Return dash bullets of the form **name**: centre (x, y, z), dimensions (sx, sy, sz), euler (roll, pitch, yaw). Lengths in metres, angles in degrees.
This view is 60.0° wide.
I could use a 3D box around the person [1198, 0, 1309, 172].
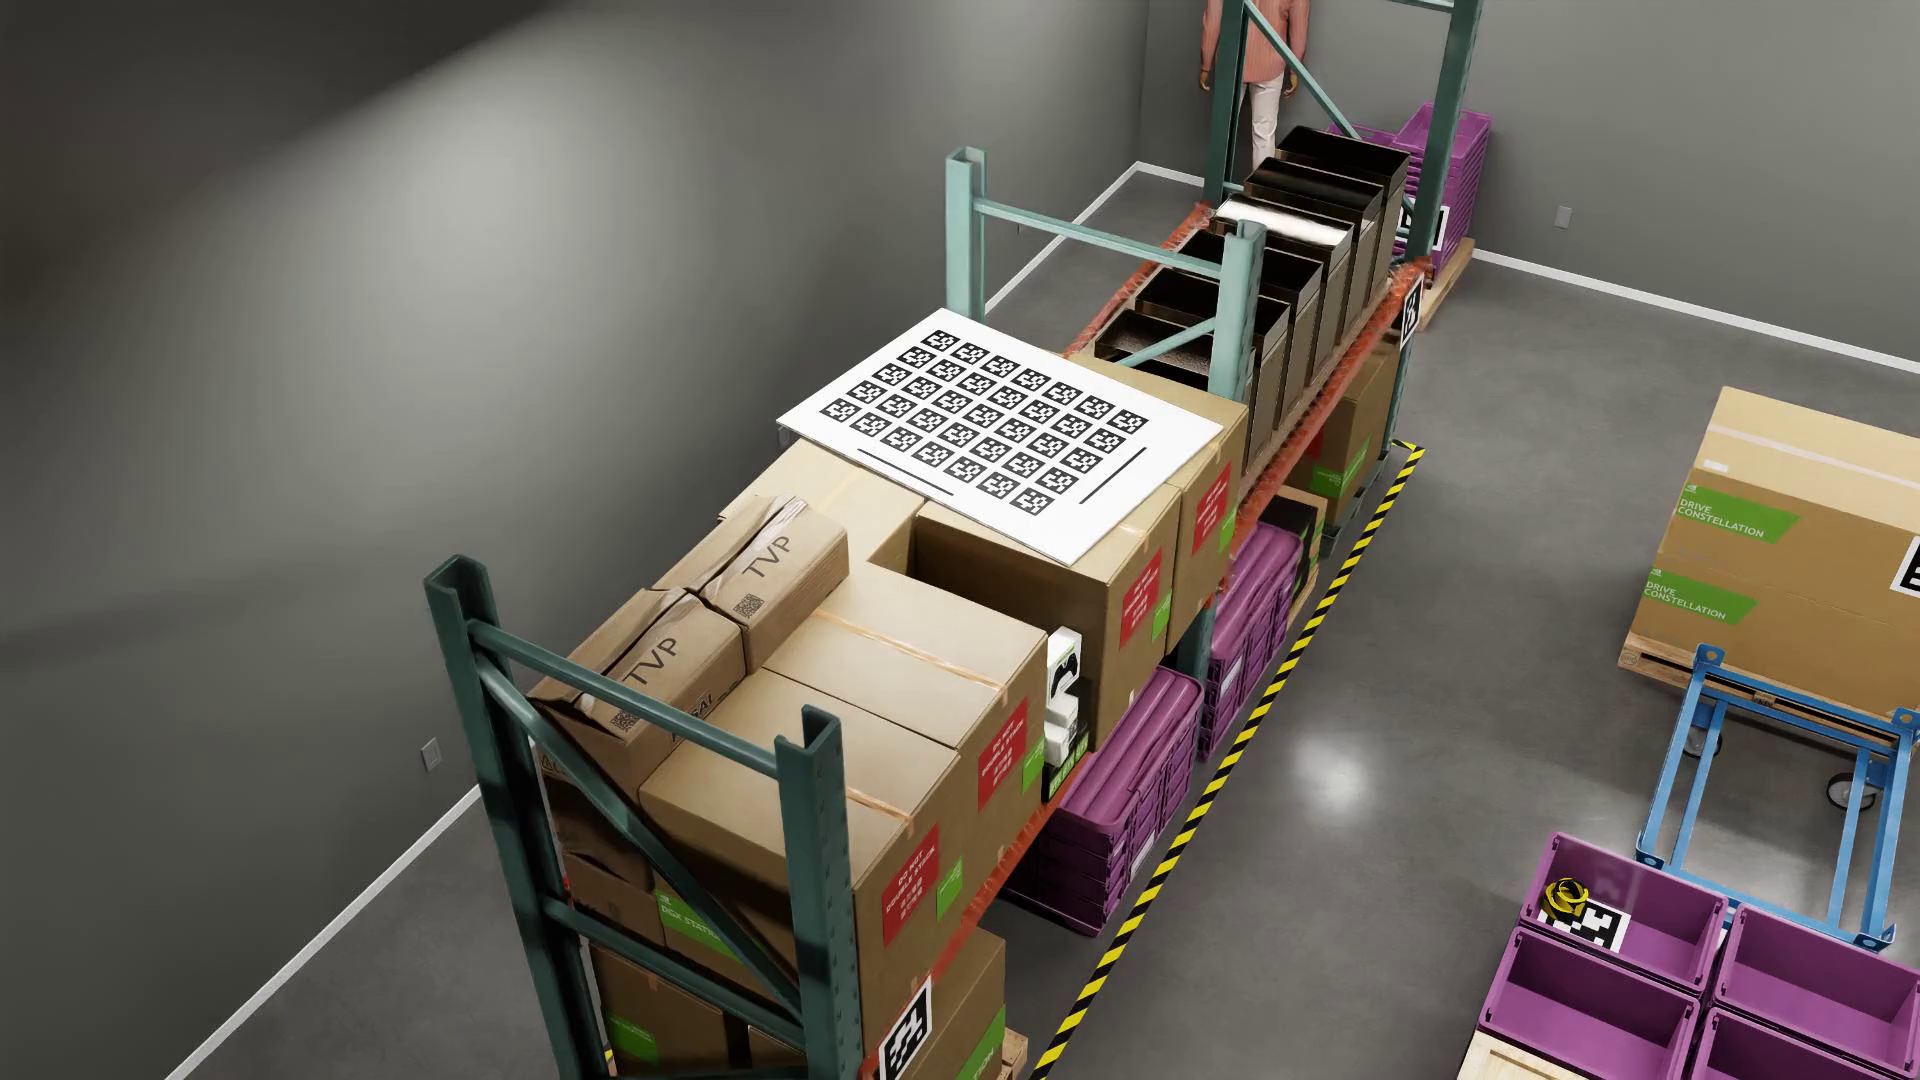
- **person**: centre (1.737, -2.846, 9.945), dimensions (0.622, 1.992, 0.394), euler (4, 40, 5)
